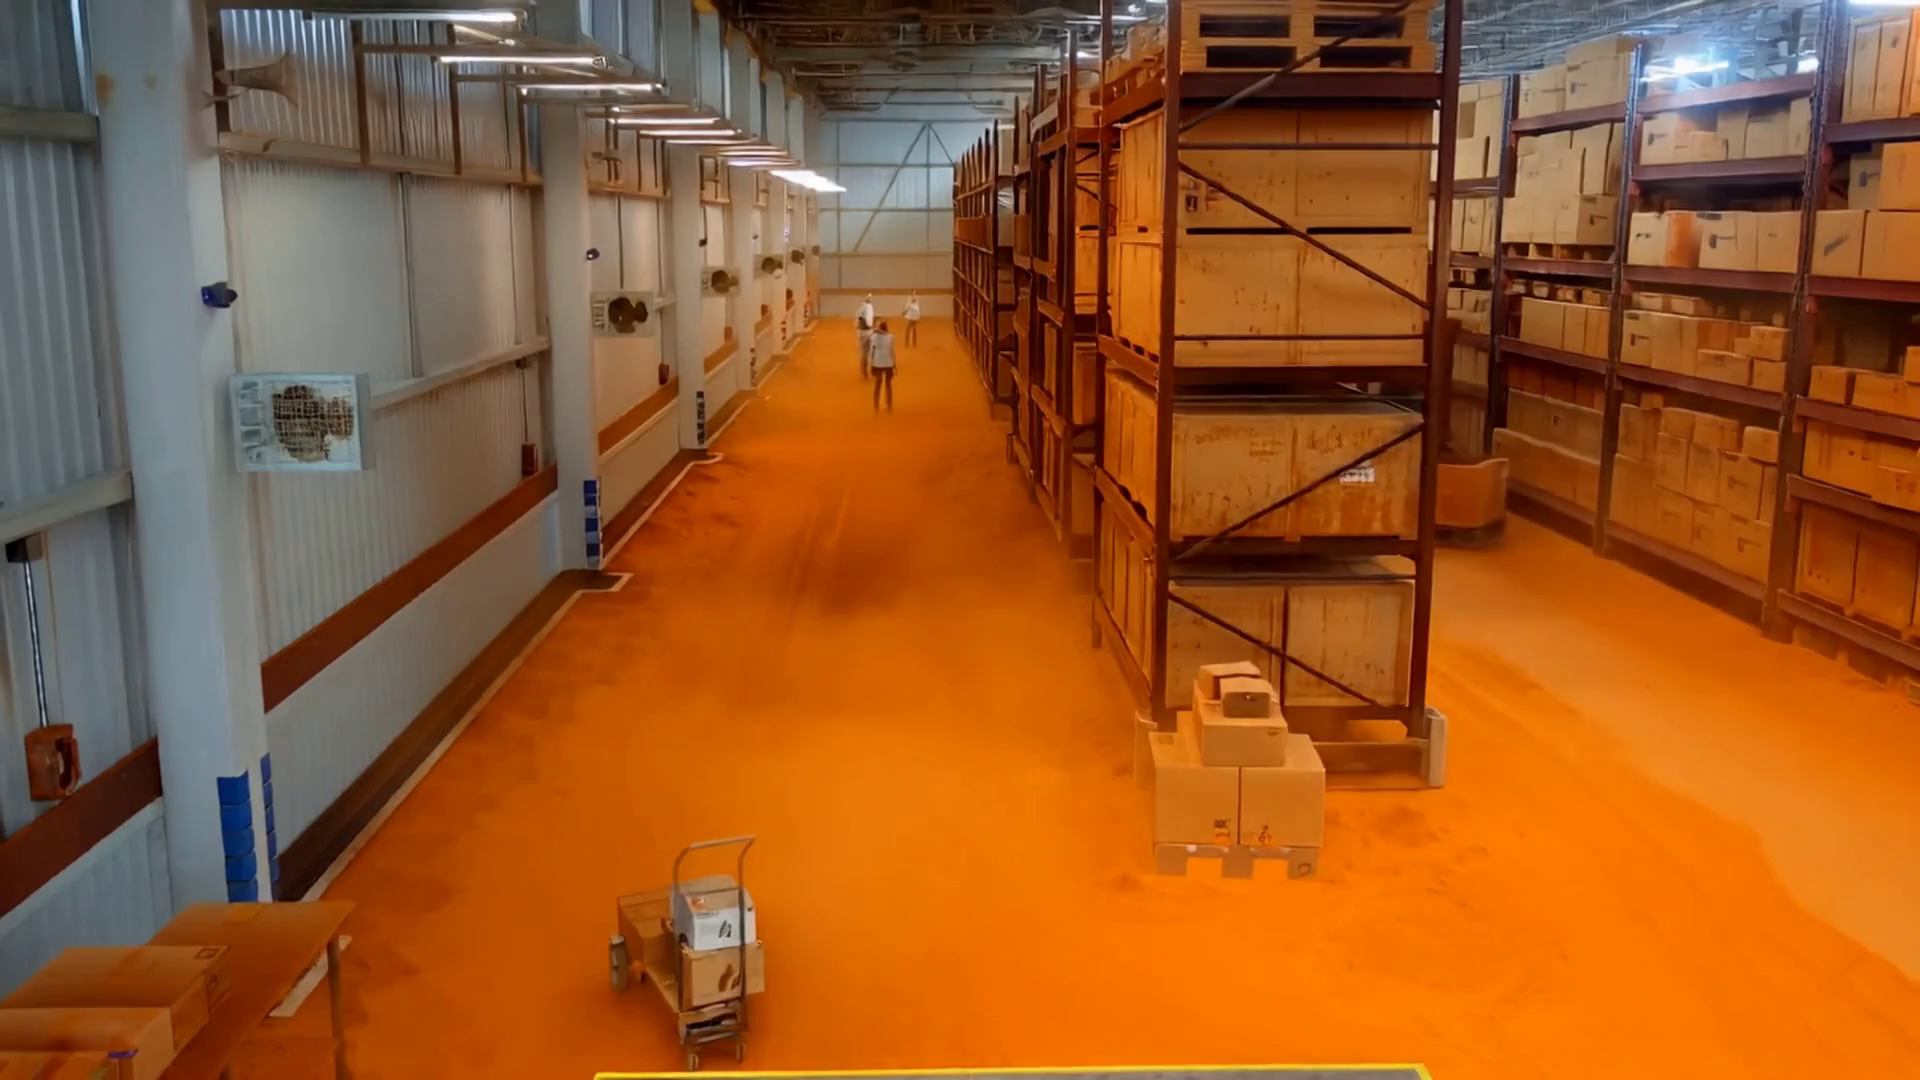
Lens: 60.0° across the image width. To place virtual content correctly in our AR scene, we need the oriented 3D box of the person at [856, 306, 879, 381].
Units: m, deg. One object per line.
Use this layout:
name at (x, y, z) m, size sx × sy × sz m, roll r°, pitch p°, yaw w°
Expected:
person at (-2.366, -5.030, 42.572) m, size 0.598 × 1.907 × 0.406 m, roll -2°, pitch 11°, yaw -8°

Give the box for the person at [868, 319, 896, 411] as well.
person at (-1.665, -3.756, 35.731) m, size 0.614 × 1.988 × 0.405 m, roll -3°, pitch 11°, yaw -16°

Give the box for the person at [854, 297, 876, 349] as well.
person at (-2.717, -5.993, 47.640) m, size 0.643 × 1.886 × 0.622 m, roll -1°, pitch 11°, yaw -6°

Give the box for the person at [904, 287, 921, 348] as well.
person at (-1.532, -7.163, 53.580) m, size 0.553 × 1.934 × 0.370 m, roll -6°, pitch 12°, yaw -29°

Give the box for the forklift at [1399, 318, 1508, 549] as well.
forklift at (5.946, -1.416, 21.216) m, size 1.873 × 2.768 × 1.129 m, roll 10°, pitch 15°, yaw 42°
